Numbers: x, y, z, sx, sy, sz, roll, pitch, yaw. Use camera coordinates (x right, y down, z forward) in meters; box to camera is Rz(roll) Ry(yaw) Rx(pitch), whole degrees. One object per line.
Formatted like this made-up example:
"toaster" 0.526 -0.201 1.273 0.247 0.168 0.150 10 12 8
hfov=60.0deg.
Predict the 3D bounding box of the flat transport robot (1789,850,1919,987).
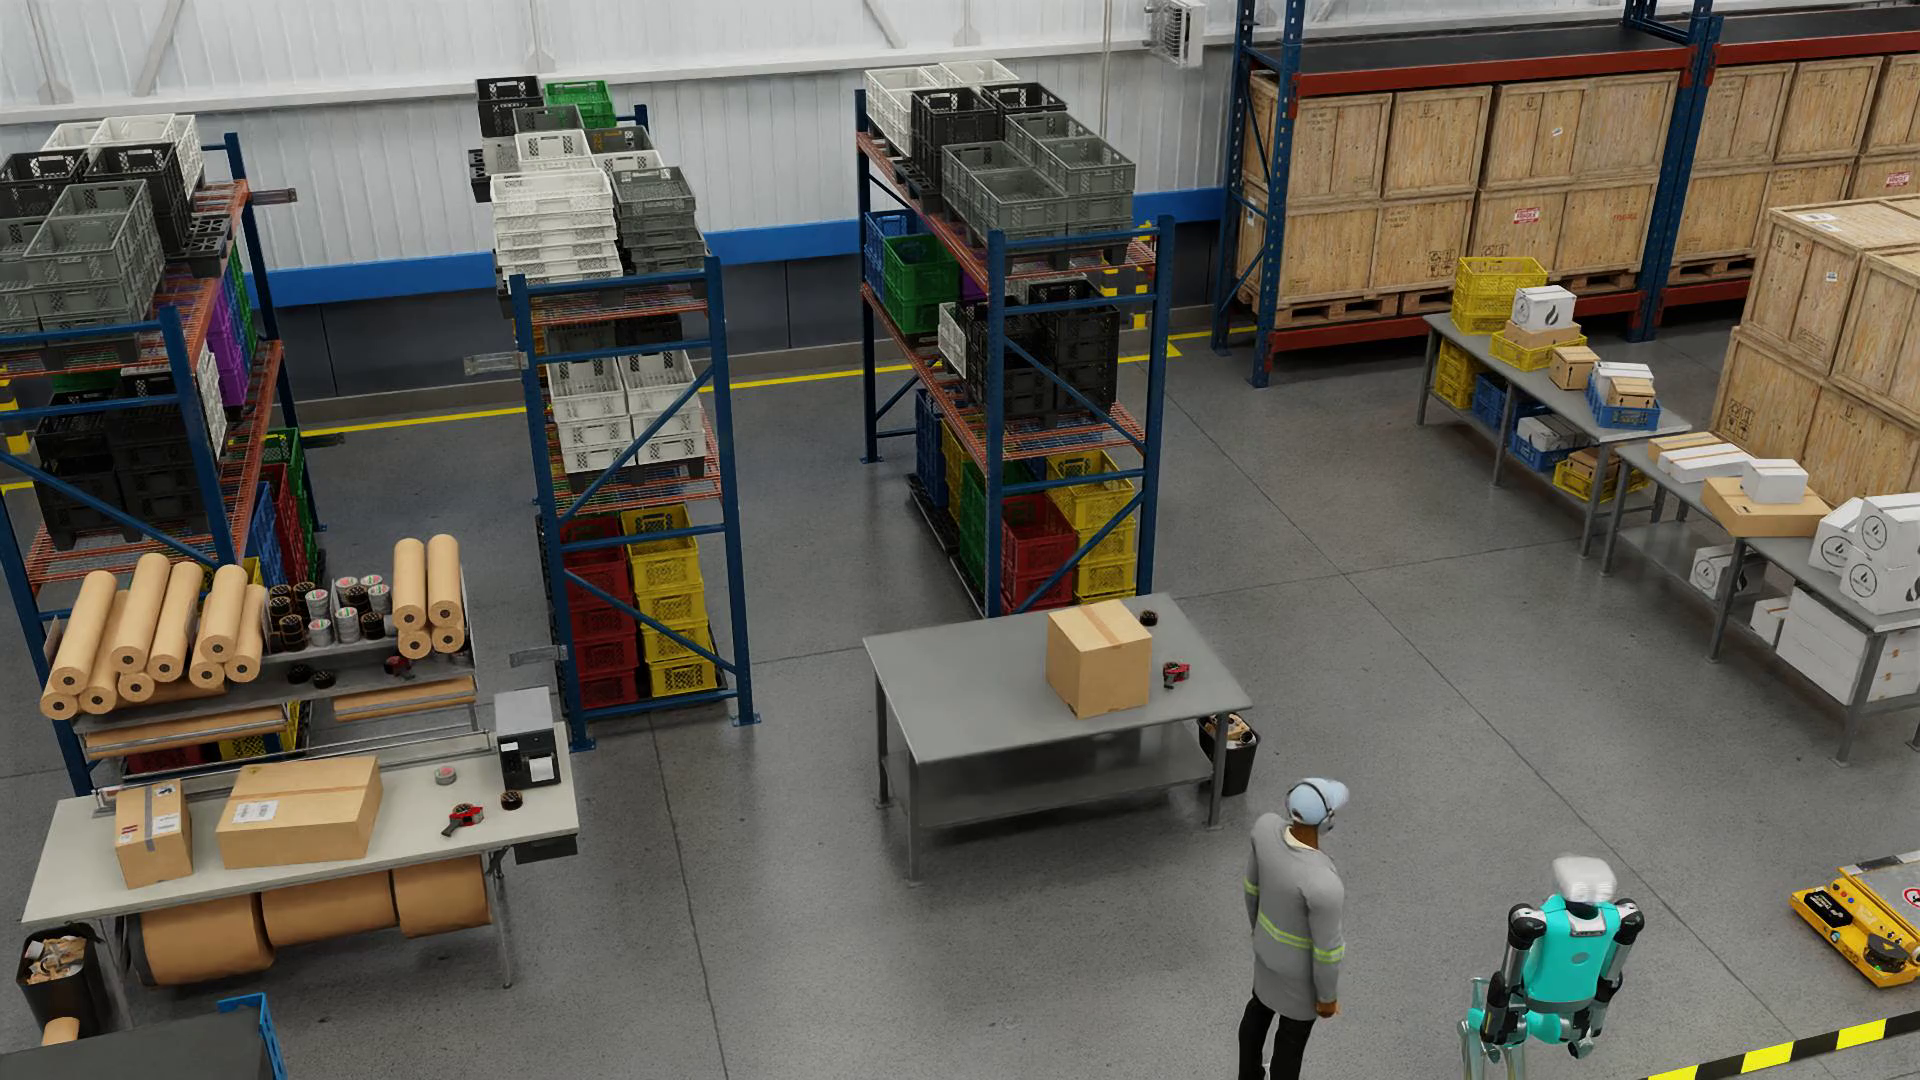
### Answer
"flat transport robot" 5.163 1.916 8.676 1.431 0.231 0.659 -8 30 -14

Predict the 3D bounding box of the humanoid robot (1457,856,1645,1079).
"humanoid robot" 2.401 1.896 7.047 0.533 1.677 0.735 -2 29 -4

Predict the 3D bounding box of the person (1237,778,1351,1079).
"person" 1.467 1.796 7.250 0.378 1.851 0.596 -13 31 -22
